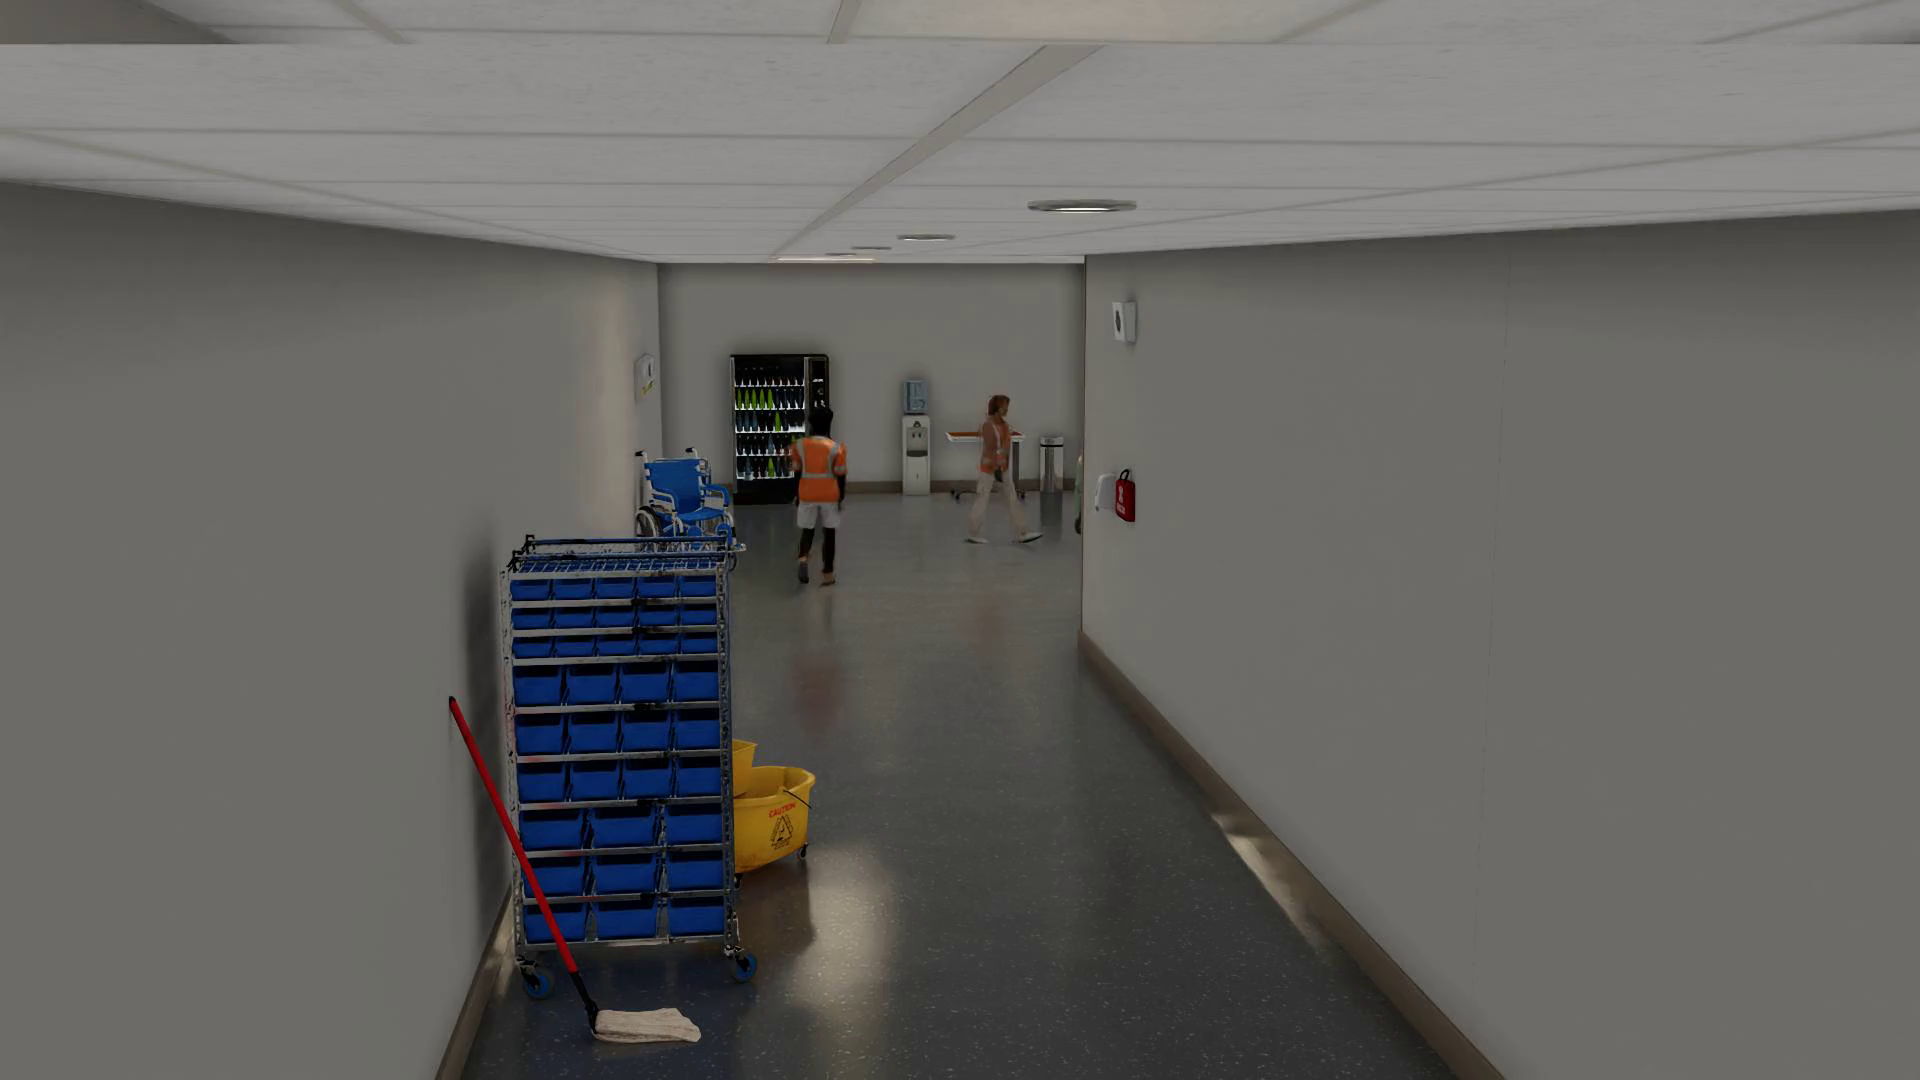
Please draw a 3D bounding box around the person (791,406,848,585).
[{"bbox_3d":[-1.295,-0.387,15.238,0.545,1.681,0.564,2,9,11],"label":"person"}]

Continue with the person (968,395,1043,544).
[{"bbox_3d":[0.445,-0.729,17.658,0.854,1.597,0.520,6,11,31],"label":"person"}]
